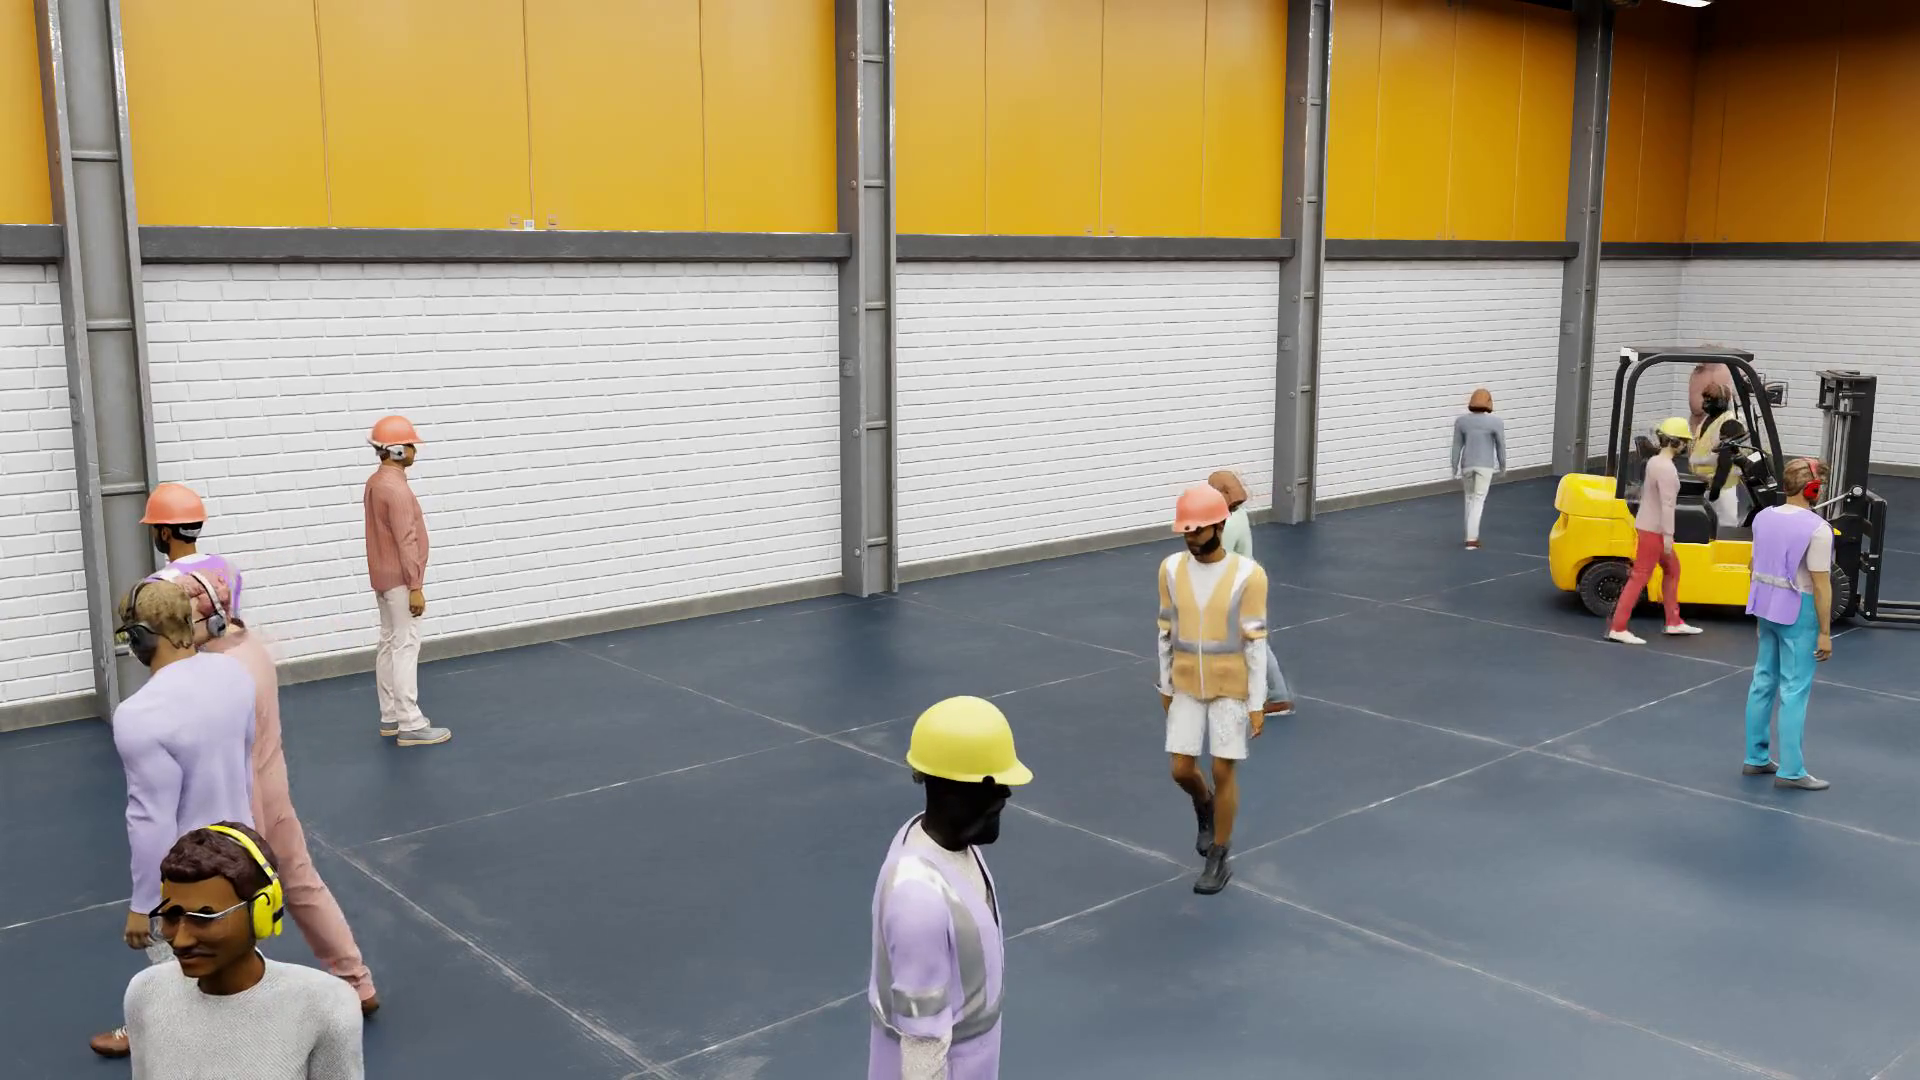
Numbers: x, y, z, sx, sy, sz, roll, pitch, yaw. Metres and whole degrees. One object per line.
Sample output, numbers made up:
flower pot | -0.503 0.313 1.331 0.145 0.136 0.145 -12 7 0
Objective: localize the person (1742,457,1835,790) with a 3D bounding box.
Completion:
person | 4.591 0.458 9.226 0.389 1.847 0.567 -2 10 -14

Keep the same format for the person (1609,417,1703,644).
person | 5.378 -0.066 12.656 0.831 1.725 0.558 2 10 11

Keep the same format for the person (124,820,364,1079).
person | -1.414 1.456 3.311 0.520 1.874 0.332 1 10 5

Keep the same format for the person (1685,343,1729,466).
person | 9.367 -1.531 20.806 0.594 1.868 0.663 -2 10 -14

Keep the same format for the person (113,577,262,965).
person | -2.493 1.070 5.395 0.375 1.933 0.627 1 10 6

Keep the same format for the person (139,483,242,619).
person | -3.465 0.706 7.507 0.379 1.938 0.547 2 10 13

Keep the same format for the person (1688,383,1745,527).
person | 6.926 -0.525 15.126 0.916 1.812 0.634 0 10 -3

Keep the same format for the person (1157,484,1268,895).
person | 1.186 0.678 7.760 0.567 1.917 0.522 5 11 27

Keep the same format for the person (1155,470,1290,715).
person | 1.724 0.337 10.693 0.902 1.570 0.514 3 10 17

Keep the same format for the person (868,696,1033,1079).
person | -0.022 1.310 4.009 0.387 1.922 0.593 1 10 4

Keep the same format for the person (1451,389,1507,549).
person | 5.294 -0.730 16.898 0.507 1.605 0.747 8 12 38

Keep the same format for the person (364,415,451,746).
person | -3.381 0.241 10.060 0.375 1.997 0.608 -7 12 -36

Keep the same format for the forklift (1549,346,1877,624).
forklift | 6.109 -0.478 13.691 2.313 2.155 1.214 3 10 16

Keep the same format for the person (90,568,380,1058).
person | -2.685 0.993 6.138 1.011 1.840 0.659 -2 10 -10
